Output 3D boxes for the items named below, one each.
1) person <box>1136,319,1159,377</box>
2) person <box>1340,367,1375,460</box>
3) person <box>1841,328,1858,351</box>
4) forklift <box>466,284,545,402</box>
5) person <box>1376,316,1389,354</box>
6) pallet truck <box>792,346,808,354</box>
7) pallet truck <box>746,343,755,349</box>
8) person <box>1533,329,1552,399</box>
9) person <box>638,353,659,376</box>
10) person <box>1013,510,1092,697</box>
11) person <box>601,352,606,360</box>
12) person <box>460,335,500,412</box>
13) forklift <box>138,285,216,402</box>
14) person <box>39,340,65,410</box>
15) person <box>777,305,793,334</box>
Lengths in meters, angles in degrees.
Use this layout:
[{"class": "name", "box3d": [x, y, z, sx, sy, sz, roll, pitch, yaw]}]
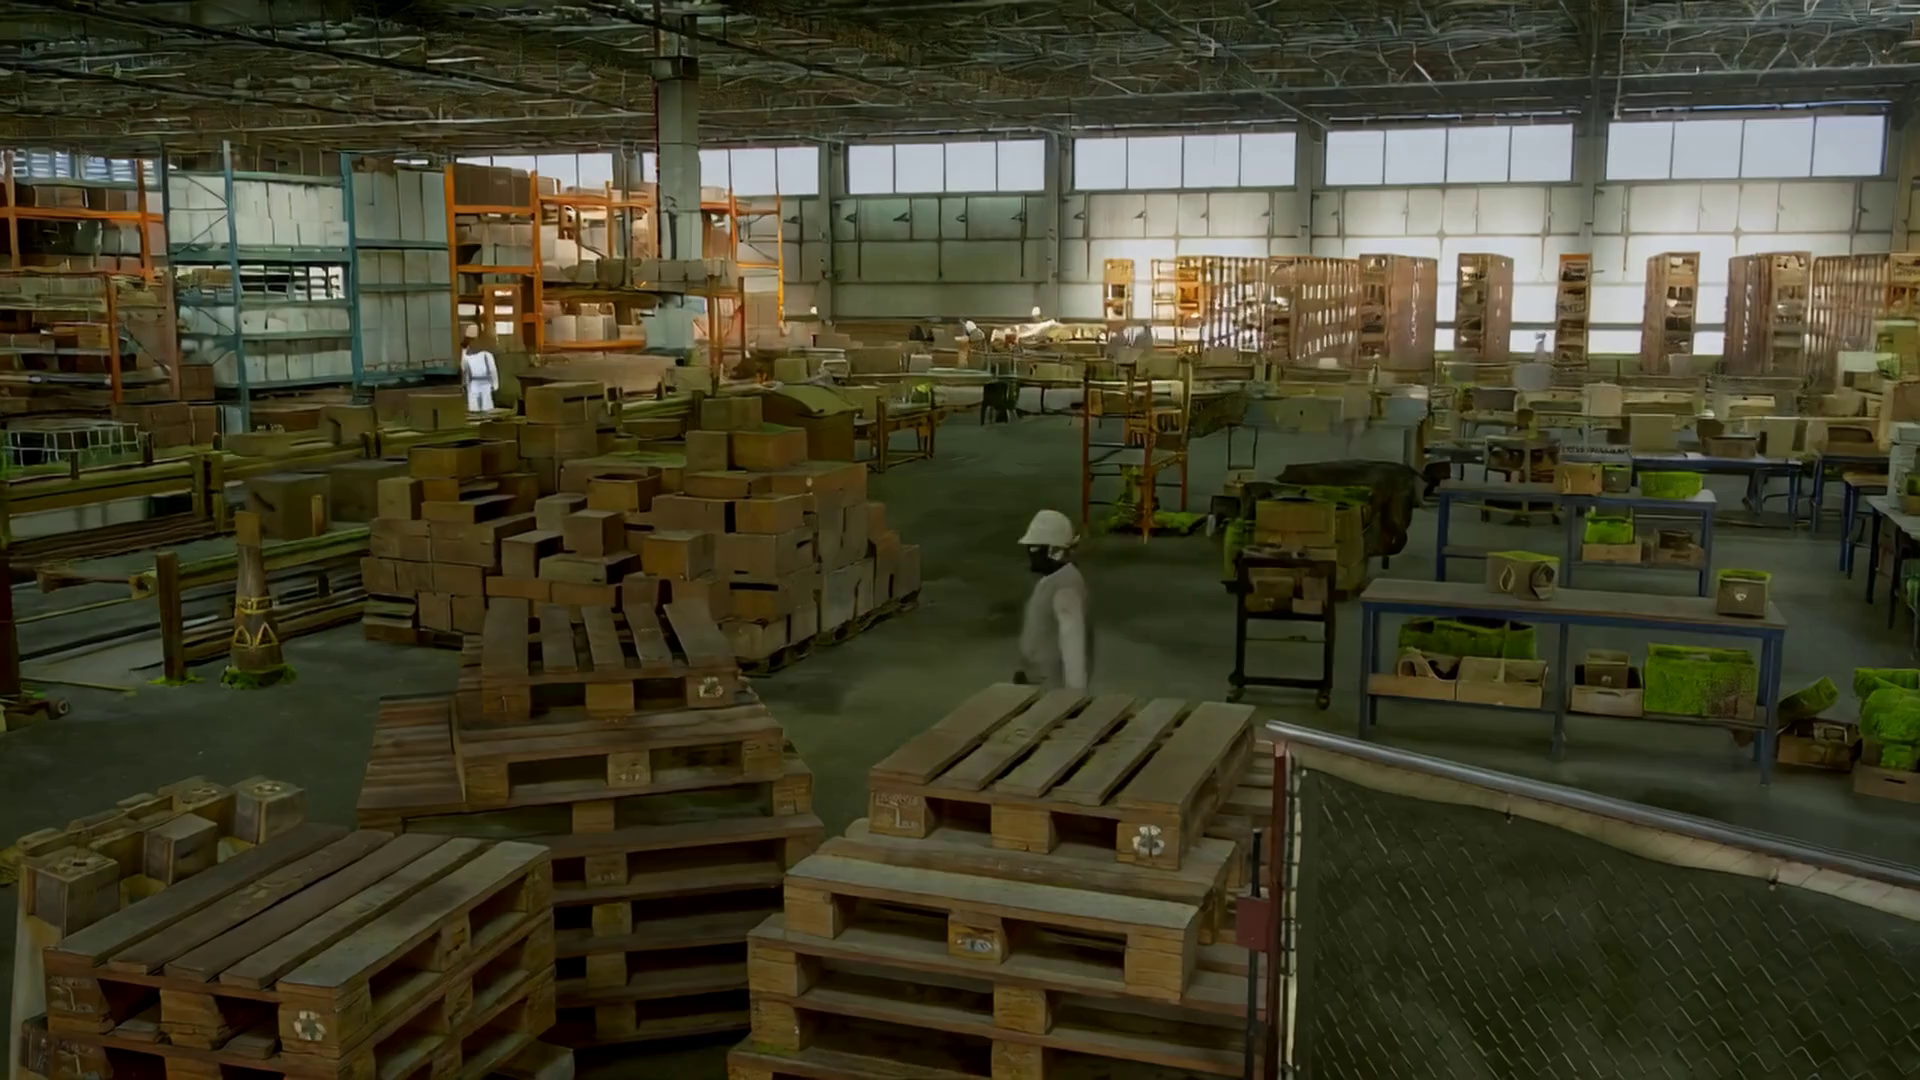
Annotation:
[{"class": "person", "box3d": [5.053, -5.026, 44.858, 0.999, 1.855, 0.660, 7, 11, 36]}, {"class": "person", "box3d": [6.199, -1.887, 25.885, 0.534, 1.614, 0.554, -9, 13, -44]}, {"class": "person", "box3d": [20.319, -3.934, 38.051, 0.436, 1.835, 0.589, 6, 11, 31]}, {"class": "forklift", "box3d": [-10.832, -4.702, 39.610, 1.129, 2.768, 1.873, 3, 10, 20]}, {"class": "person", "box3d": [13.172, -6.218, 51.819, 0.465, 2.023, 0.623, 3, 10, 21]}, {"class": "pallet truck", "box3d": [-3.705, -4.298, 42.022, 0.653, 1.274, 1.630, 3, 10, 20]}, {"class": "pallet truck", "box3d": [-6.183, -4.618, 44.264, 1.601, 1.201, 0.680, -9, 12, -43]}, {"class": "person", "box3d": [14.142, -4.253, 40.369, 0.816, 1.734, 0.529, 6, 11, 34]}, {"class": "person", "box3d": [-8.117, -4.802, 43.597, 0.624, 1.811, 0.418, 0, 9, -2]}, {"class": "person", "box3d": [0.421, 0.725, 8.954, 0.924, 1.784, 0.598, 0, 9, 3]}, {"class": "person", "box3d": [-11.102, -6.064, 51.724, 0.546, 1.742, 0.684, 3, 10, 21]}, {"class": "person", "box3d": [-8.472, -2.619, 29.372, 0.715, 1.984, 0.413, 0, 9, 0]}, {"class": "forklift", "box3d": [-17.480, -4.200, 36.461, 1.873, 2.768, 1.129, 3, 10, 19]}, {"class": "person", "box3d": [-18.044, -3.083, 32.997, 0.543, 1.741, 0.746, -2, 9, -10]}, {"class": "person", "box3d": [-6.631, -7.970, 63.190, 0.630, 1.913, 0.965, 5, 10, 27]}]
